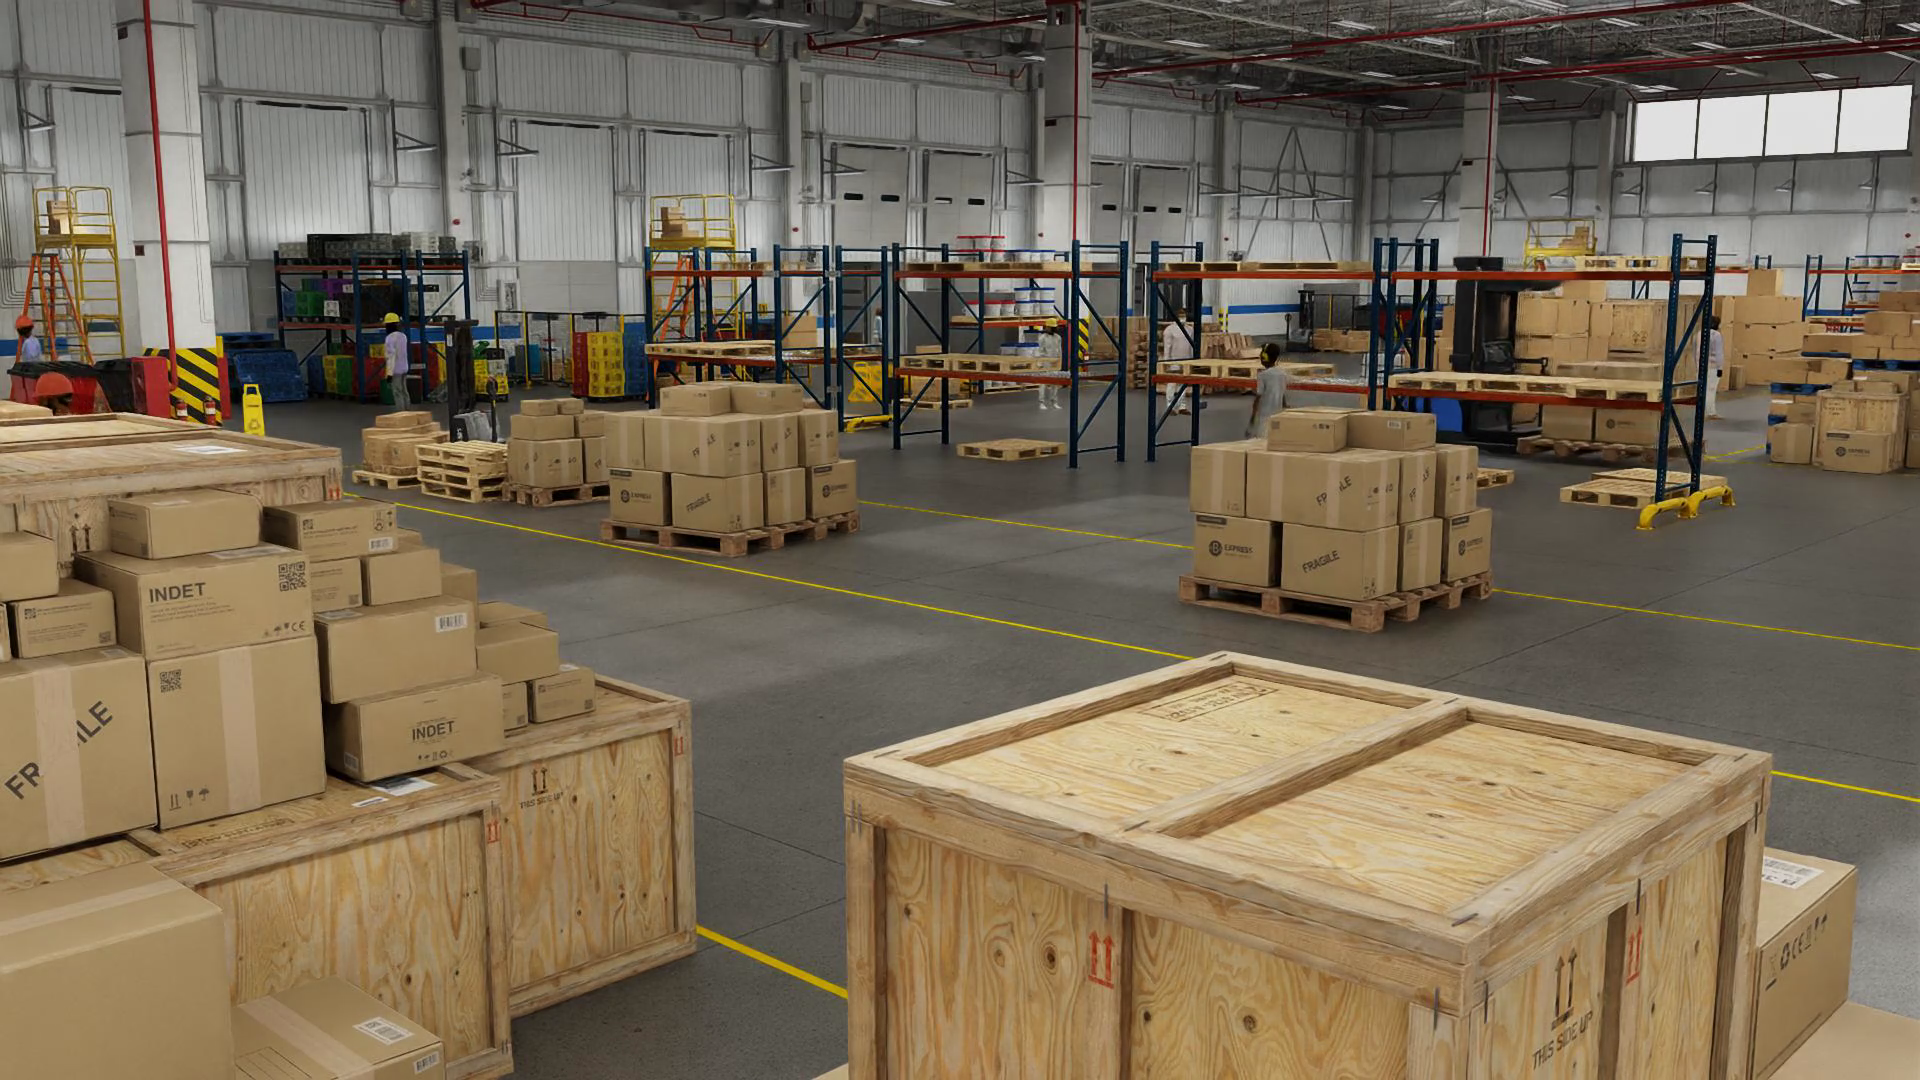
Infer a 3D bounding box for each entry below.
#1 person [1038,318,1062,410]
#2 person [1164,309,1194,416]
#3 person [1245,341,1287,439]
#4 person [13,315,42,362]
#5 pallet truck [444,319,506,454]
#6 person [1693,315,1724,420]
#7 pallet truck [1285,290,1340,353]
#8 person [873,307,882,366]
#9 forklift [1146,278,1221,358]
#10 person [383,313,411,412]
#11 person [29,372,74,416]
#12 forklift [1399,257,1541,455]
[{"bbox_3d":[1.717,-3.330,31.477,0.484,1.735,0.335,-5,10,-27],"label":"person"},{"bbox_3d":[3.980,-3.221,30.169,0.635,1.938,0.359,-5,11,-28],"label":"person"},{"bbox_3d":[3.570,-1.341,18.956,0.889,1.841,0.520,8,13,42],"label":"person"},{"bbox_3d":[-14.794,-2.613,26.467,0.361,1.937,0.553,-6,11,-32],"label":"person"},{"bbox_3d":[-6.981,-1.942,22.150,1.885,1.965,0.823,1,9,9],"label":"pallet truck"},{"bbox_3d":[13.236,-3.039,29.368,0.429,1.841,0.625,-3,10,-19],"label":"person"},{"bbox_3d":[11.297,-6.951,52.861,1.885,1.965,0.823,-5,11,-29],"label":"pallet truck"},{"bbox_3d":[-2.155,-5.390,44.421,0.320,1.632,0.524,0,9,-3],"label":"person"},{"bbox_3d":[6.364,-6.425,46.939,1.873,2.768,1.129,9,13,43],"label":"forklift"},{"bbox_3d":[-9.468,-2.847,27.914,0.388,1.927,0.589,1,9,7],"label":"person"},{"bbox_3d":[-6.495,-0.292,12.338,0.842,1.910,0.573,-2,9,-9],"label":"person"},{"bbox_3d":[7.499,-2.730,24.280,1.873,2.768,1.129,9,13,43],"label":"forklift"}]
